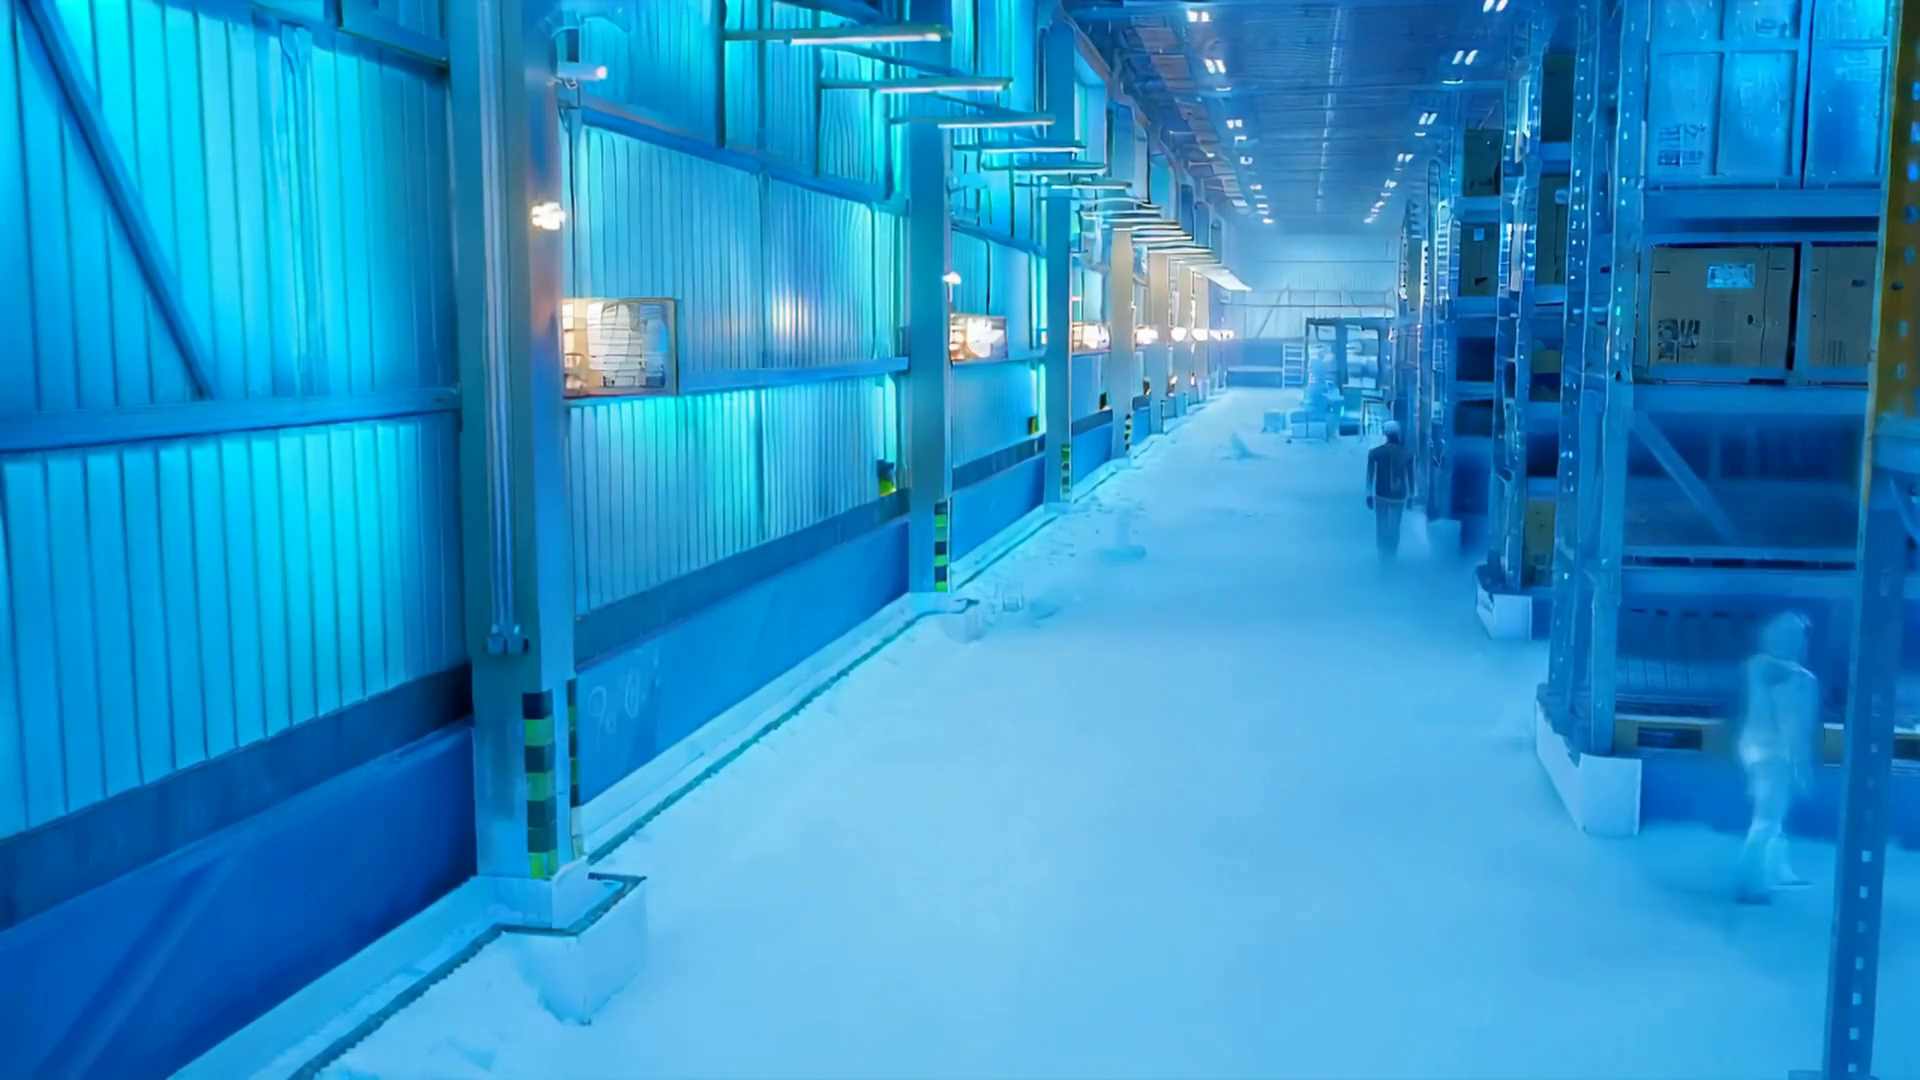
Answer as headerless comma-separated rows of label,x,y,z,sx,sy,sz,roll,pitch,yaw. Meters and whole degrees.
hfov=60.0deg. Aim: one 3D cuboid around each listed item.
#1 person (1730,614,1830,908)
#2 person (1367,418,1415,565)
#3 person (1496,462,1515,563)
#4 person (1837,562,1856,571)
person,4.451,1.184,8.943,0.652,1.612,0.580,-1,7,-12
person,5.690,-0.616,21.960,0.612,1.973,0.716,1,7,11
person,6.384,-0.166,19.240,0.366,1.725,0.499,-1,7,-6
person,7.506,0.479,14.076,0.518,1.730,0.602,5,9,34
